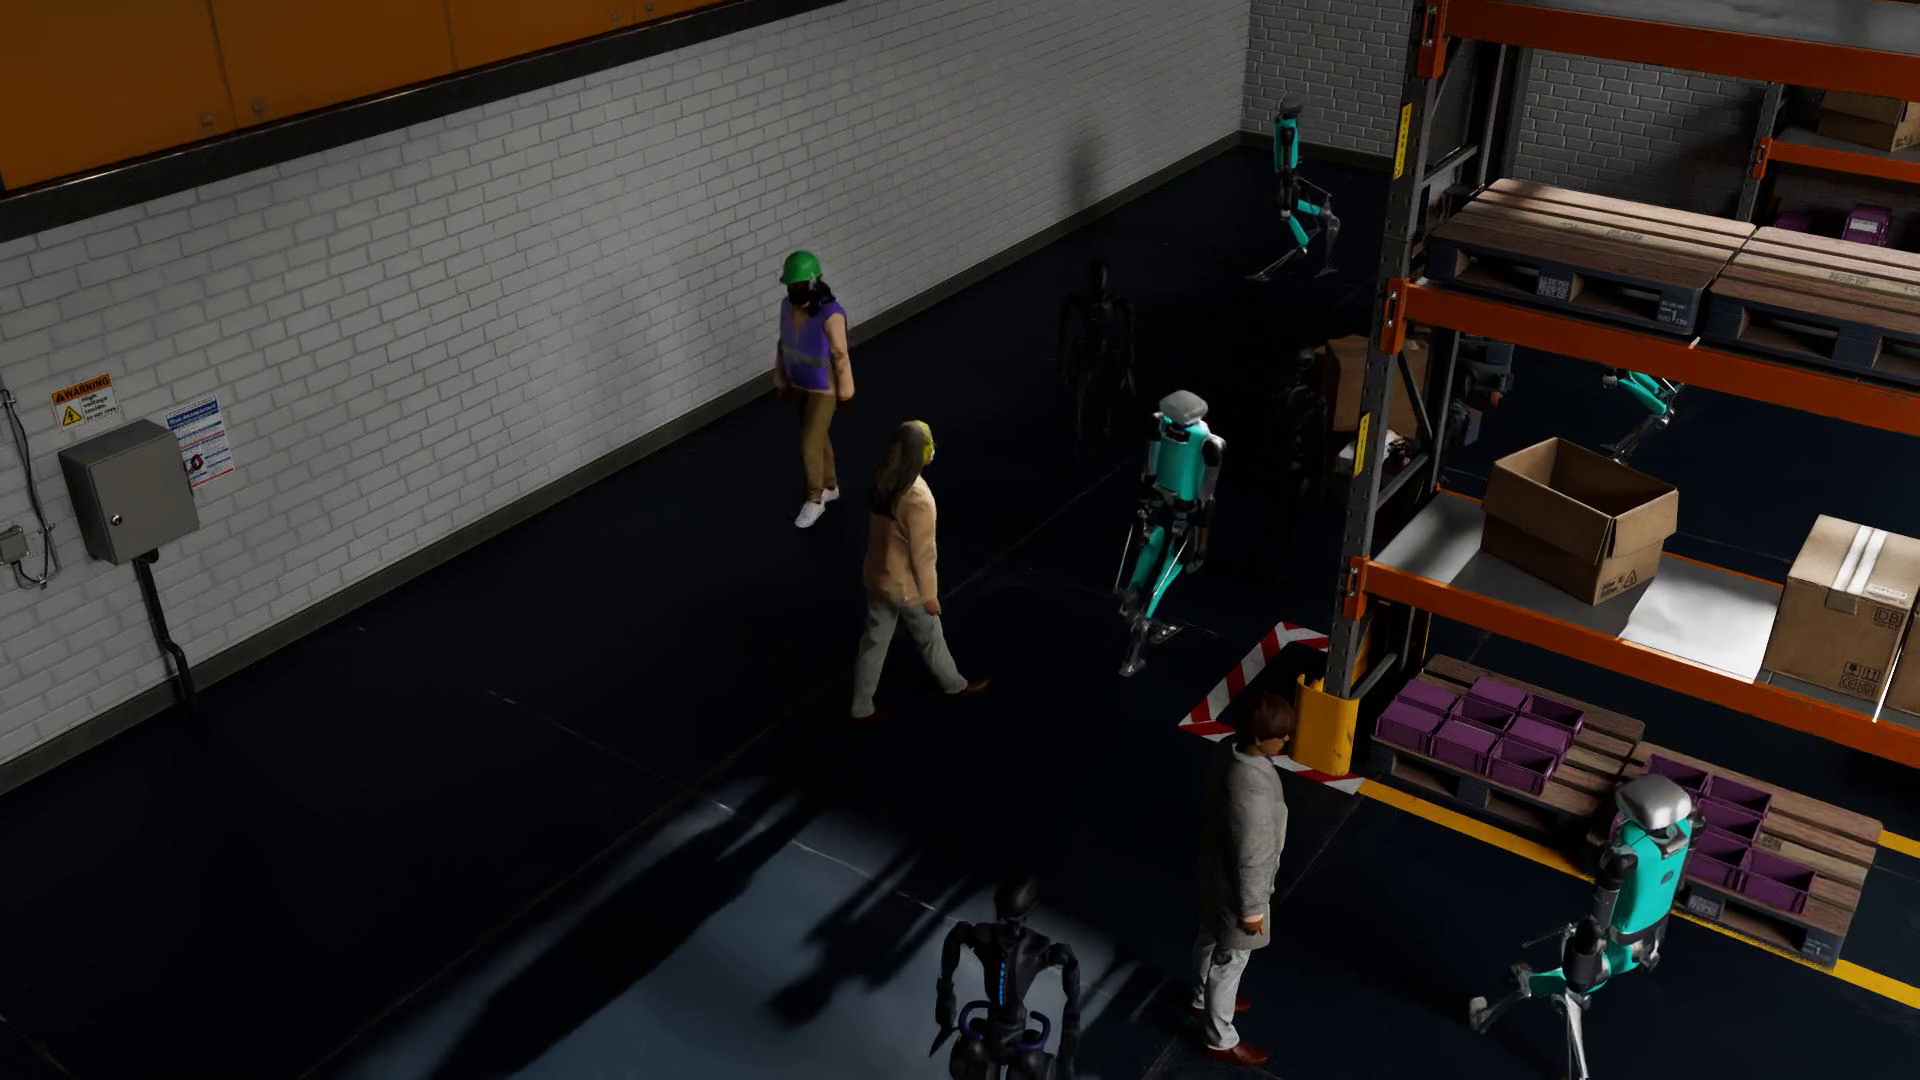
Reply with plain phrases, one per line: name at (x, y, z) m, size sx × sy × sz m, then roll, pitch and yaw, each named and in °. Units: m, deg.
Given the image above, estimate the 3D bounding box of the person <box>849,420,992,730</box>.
person at (-0.256, 0.182, 9.162) m, size 0.925 × 1.823 × 0.566 m, roll -18°, pitch 34°, yaw -28°

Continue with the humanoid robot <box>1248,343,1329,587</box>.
humanoid robot at (2.064, -0.469, 10.435) m, size 0.333 × 1.651 × 0.585 m, roll -23°, pitch 37°, yaw -34°

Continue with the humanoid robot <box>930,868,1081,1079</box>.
humanoid robot at (0.156, 1.939, 6.325) m, size 0.593 × 1.630 × 0.790 m, roll 8°, pitch 31°, yaw 13°

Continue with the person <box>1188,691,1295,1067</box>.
person at (1.187, 1.419, 7.018) m, size 0.365 × 1.830 × 0.503 m, roll -1°, pitch 30°, yaw -2°

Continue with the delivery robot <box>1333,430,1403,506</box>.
delivery robot at (2.932, -0.564, 11.724) m, size 0.517 × 0.586 × 0.757 m, roll 19°, pitch 35°, yaw 29°

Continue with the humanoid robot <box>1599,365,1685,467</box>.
humanoid robot at (4.820, -1.276, 11.653) m, size 0.735 × 1.674 × 0.533 m, roll 19°, pitch 35°, yaw 29°

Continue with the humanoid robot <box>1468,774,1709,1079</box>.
humanoid robot at (2.483, 1.592, 6.877) m, size 0.561 × 1.846 × 0.844 m, roll -17°, pitch 34°, yaw -27°

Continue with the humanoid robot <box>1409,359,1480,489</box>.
humanoid robot at (2.885, -0.360, 10.266) m, size 0.405 × 1.642 × 0.609 m, roll 7°, pitch 31°, yaw 11°

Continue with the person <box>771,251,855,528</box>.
person at (-1.055, -1.007, 11.142) m, size 0.588 × 1.905 × 0.717 m, roll 25°, pitch 38°, yaw 36°

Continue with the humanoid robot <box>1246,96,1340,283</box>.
humanoid robot at (3.165, -3.092, 14.985) m, size 1.034 × 1.766 × 0.534 m, roll 3°, pitch 30°, yaw 5°

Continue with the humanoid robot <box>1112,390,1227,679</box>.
humanoid robot at (1.106, 0.029, 9.516) m, size 0.874 × 1.756 × 0.545 m, roll -25°, pitch 38°, yaw -37°

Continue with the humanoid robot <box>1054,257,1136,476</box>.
humanoid robot at (0.955, -1.225, 11.771) m, size 0.588 × 1.642 × 0.488 m, roll 4°, pitch 30°, yaw 7°

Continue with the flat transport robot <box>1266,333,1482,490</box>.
flat transport robot at (3.056, -0.728, 12.302) m, size 1.431 × 0.231 × 0.659 m, roll -23°, pitch 37°, yaw -34°
